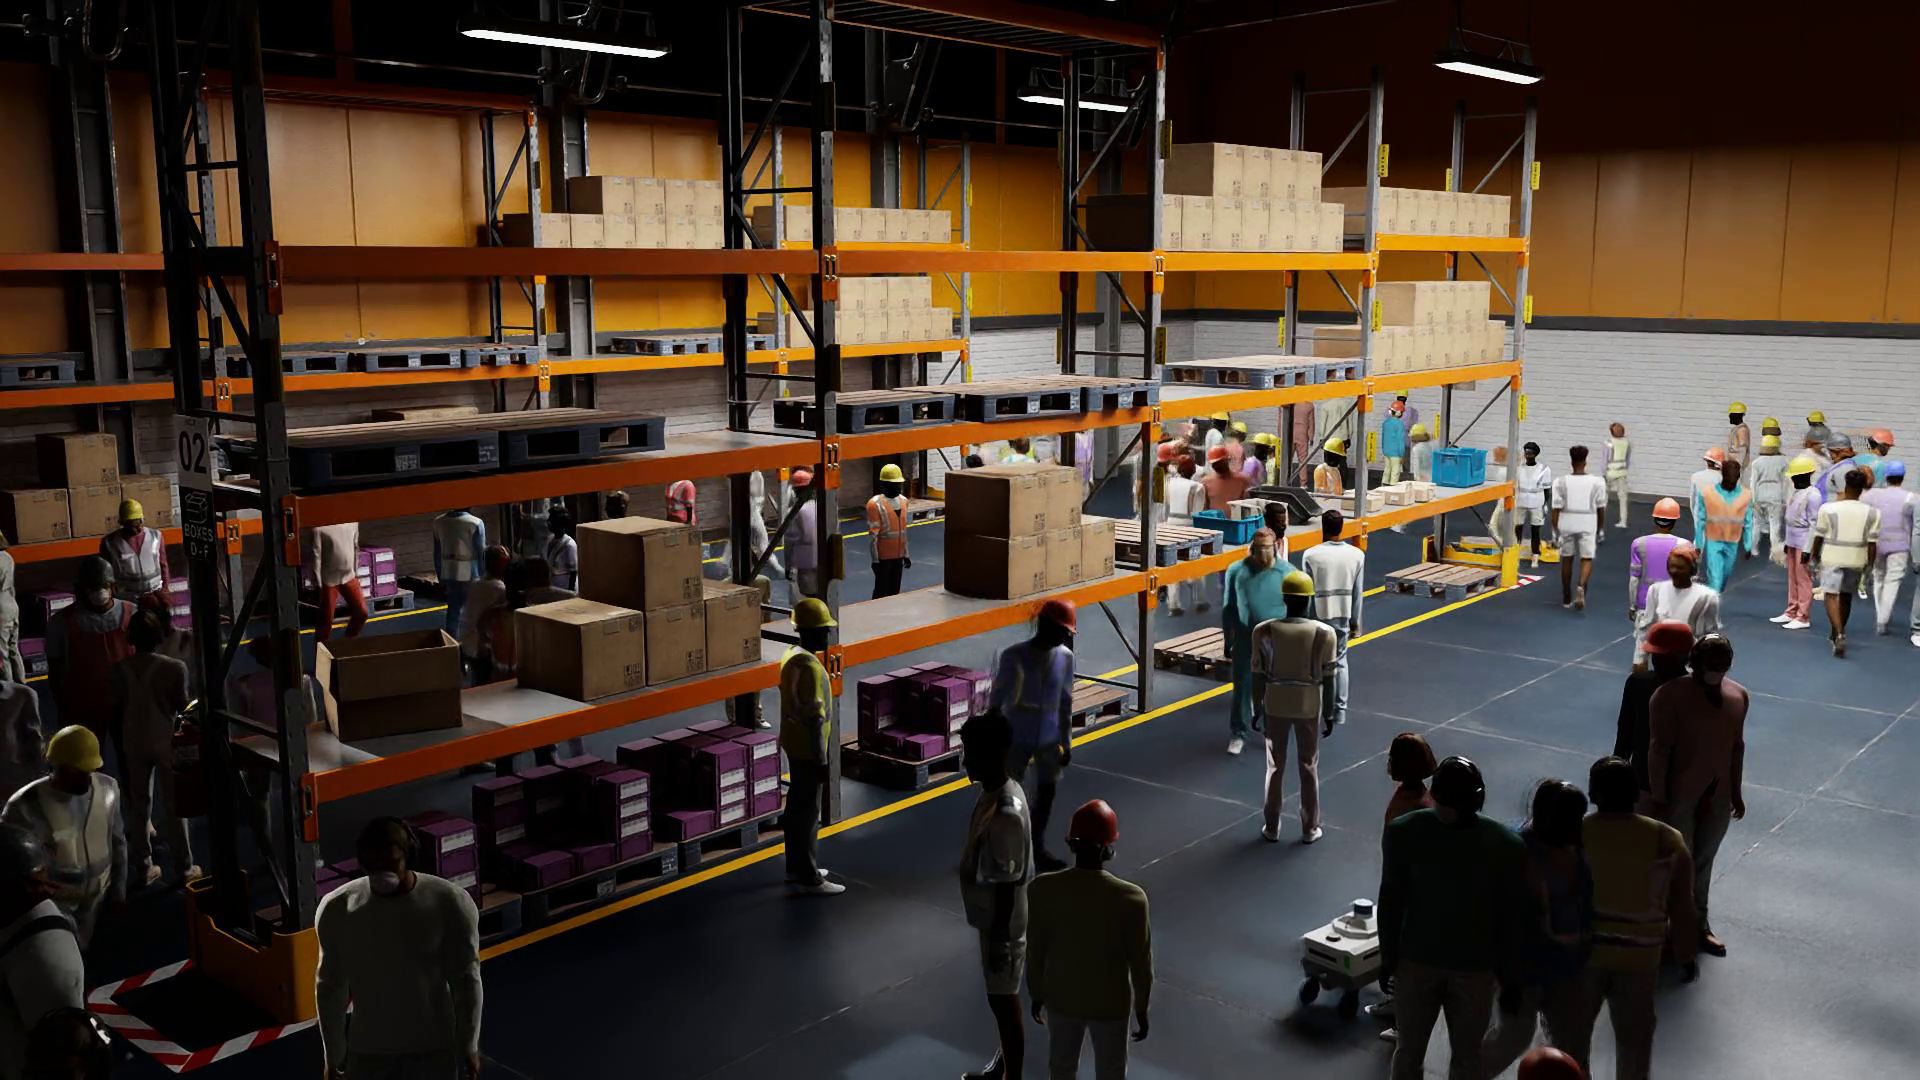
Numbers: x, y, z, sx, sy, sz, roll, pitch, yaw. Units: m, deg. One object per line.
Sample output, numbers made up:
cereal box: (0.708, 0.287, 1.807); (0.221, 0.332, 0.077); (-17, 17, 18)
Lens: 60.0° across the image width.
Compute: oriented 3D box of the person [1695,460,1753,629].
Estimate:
person: (8.609, 0.004, 18.779); (0.589, 1.881, 0.944); (2, 10, 10)

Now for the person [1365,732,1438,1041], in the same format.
person: (2.333, 1.803, 8.727); (0.279, 1.634, 0.499); (0, 10, 2)

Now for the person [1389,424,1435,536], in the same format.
person: (6.787, -0.873, 24.560); (0.515, 1.673, 0.938); (-7, 12, -34)

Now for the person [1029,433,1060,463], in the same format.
person: (1.440, -1.441, 27.941); (0.558, 1.689, 0.674); (4, 10, 24)

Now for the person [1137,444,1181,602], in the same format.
person: (2.372, -0.205, 19.872); (0.476, 1.916, 0.613); (-7, 12, -38)

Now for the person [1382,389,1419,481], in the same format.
person: (7.551, -1.662, 28.549); (0.594, 1.924, 0.382); (1, 10, 8)

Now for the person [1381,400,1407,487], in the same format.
person: (7.299, -1.465, 27.889); (0.343, 1.749, 0.573); (-3, 10, -19)

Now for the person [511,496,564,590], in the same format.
person: (-4.702, -0.040, 18.518); (0.607, 2.044, 0.371); (1, 10, 8)

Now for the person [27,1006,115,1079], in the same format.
person: (-2.550, 2.287, 4.935); (0.628, 1.939, 0.375); (0, 10, -2)

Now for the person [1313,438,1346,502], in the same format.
person: (4.532, -0.301, 20.442); (0.379, 1.919, 0.586); (5, 11, 29)

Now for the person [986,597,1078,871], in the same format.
person: (0.407, 1.310, 10.960); (0.733, 1.892, 0.400); (-3, 10, -18)

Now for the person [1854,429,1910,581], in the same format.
person: (11.414, -0.398, 20.836); (1.049, 1.973, 0.639); (-1, 10, -8)

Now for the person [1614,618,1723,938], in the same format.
person: (4.163, 1.436, 9.849); (0.381, 1.991, 0.624); (-8, 13, -41)

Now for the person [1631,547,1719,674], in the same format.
person: (5.636, 0.963, 13.148); (0.955, 1.832, 0.583); (-7, 12, -37)

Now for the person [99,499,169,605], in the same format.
person: (-7.897, 0.502, 15.954); (0.586, 1.824, 0.405); (-8, 12, -40)

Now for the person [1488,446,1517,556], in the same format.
person: (7.221, -0.445, 22.204); (0.543, 1.613, 0.521); (7, 12, 36)

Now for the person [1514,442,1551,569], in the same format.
person: (7.550, -0.466, 22.086); (0.540, 1.697, 0.318); (5, 11, 27)

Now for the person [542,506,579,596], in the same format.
person: (-3.914, 0.504, 16.296); (0.318, 1.700, 0.535); (-9, 13, -43)

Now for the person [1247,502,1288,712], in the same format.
person: (2.783, 0.594, 15.141); (0.385, 1.911, 0.600); (7, 12, 36)

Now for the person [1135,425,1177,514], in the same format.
person: (2.665, -0.594, 21.831); (0.720, 2.000, 1.021); (1, 10, 6)

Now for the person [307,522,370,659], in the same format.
person: (-6.123, 0.378, 16.302); (0.579, 1.957, 0.628); (5, 11, 28)

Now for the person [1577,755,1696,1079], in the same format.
person: (2.994, 1.893, 7.622); (0.709, 1.832, 0.431); (2, 10, 13)

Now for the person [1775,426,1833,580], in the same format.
person: (10.967, -0.515, 21.361); (0.726, 2.000, 0.822); (-8, 13, -41)

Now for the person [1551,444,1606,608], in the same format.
person: (7.199, -0.140, 19.396); (0.622, 1.948, 0.629); (3, 10, 20)

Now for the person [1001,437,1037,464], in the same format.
person: (0.731, -0.473, 21.760); (0.526, 1.820, 0.583); (4, 10, 23)

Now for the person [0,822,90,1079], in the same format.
person: (-3.512, 2.030, 6.162); (0.537, 2.000, 0.680); (-7, 12, -38)

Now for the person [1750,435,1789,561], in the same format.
person: (11.073, -0.586, 22.774); (0.486, 1.708, 0.839); (3, 10, 17)

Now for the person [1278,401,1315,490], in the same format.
person: (5.983, -1.834, 29.617); (0.651, 1.911, 0.409); (2, 10, 10)

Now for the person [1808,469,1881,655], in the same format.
person: (9.213, 0.218, 17.320); (0.616, 1.928, 0.933); (2, 10, 13)

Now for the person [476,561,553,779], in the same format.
person: (-3.174, 1.114, 11.973); (0.669, 1.951, 0.553); (1, 10, 4)

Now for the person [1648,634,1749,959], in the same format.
person: (4.319, 1.484, 9.750); (0.627, 1.933, 0.371); (-2, 10, -13)

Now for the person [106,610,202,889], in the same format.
person: (-5.218, 1.361, 10.781); (0.505, 1.839, 0.344); (-1, 10, -4)

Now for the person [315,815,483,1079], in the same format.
person: (-2.216, 2.009, 6.600); (0.635, 1.936, 0.355); (-1, 10, -6)

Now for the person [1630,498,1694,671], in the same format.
person: (6.371, 0.579, 15.139); (0.542, 1.938, 0.357); (5, 11, 27)

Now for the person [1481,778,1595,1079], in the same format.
person: (2.632, 1.914, 7.615); (0.686, 1.797, 0.809); (-6, 11, -30)

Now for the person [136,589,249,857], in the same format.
person: (-5.401, 1.213, 11.679); (0.585, 1.847, 0.910); (2, 10, 13)

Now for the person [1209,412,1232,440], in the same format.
person: (4.900, -2.123, 31.562); (0.454, 1.843, 0.564); (-7, 12, -37)

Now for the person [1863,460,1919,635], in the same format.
person: (10.253, 0.070, 18.307); (0.964, 1.896, 0.599); (-9, 13, -42)
